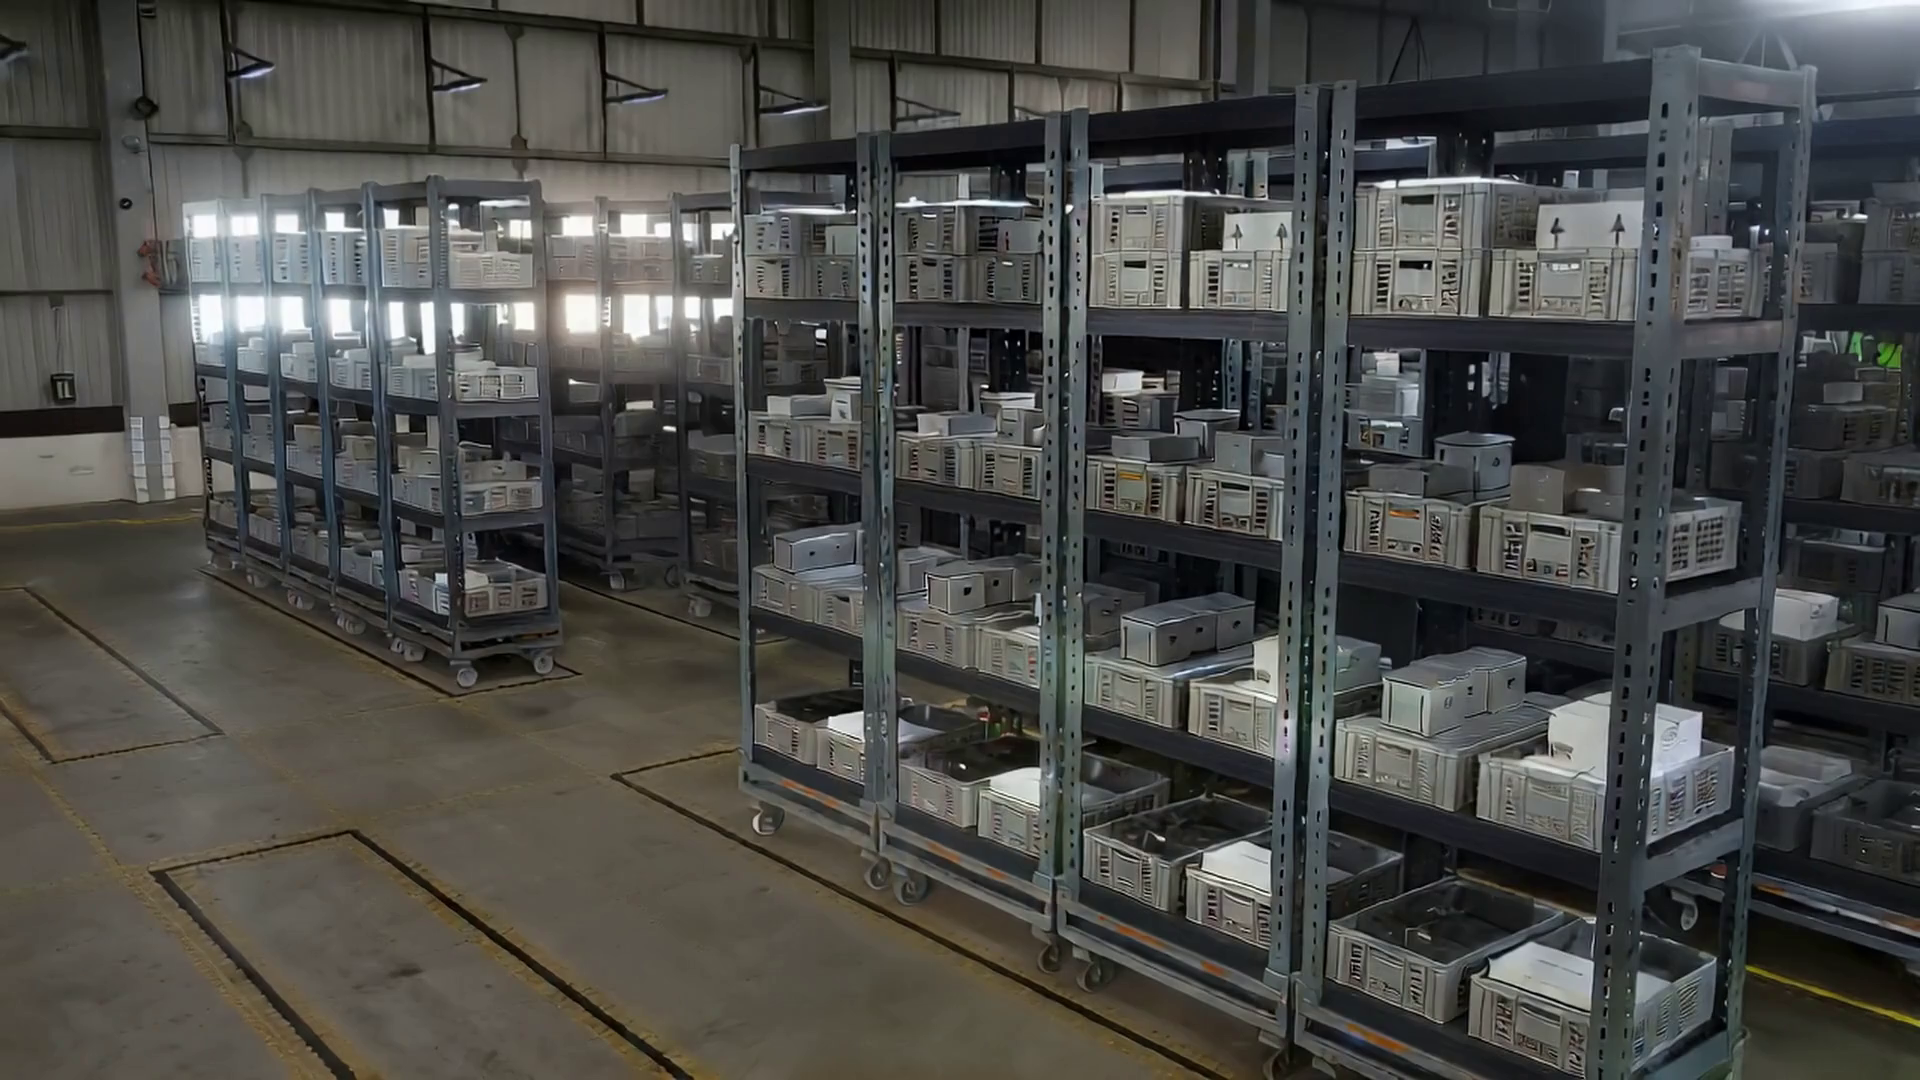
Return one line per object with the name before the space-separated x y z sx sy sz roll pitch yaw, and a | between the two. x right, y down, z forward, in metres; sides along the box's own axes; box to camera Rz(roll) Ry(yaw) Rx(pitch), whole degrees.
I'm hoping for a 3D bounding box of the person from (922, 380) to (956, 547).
person | -0.322 -0.821 17.797 0.987 1.787 0.591 9 13 44
